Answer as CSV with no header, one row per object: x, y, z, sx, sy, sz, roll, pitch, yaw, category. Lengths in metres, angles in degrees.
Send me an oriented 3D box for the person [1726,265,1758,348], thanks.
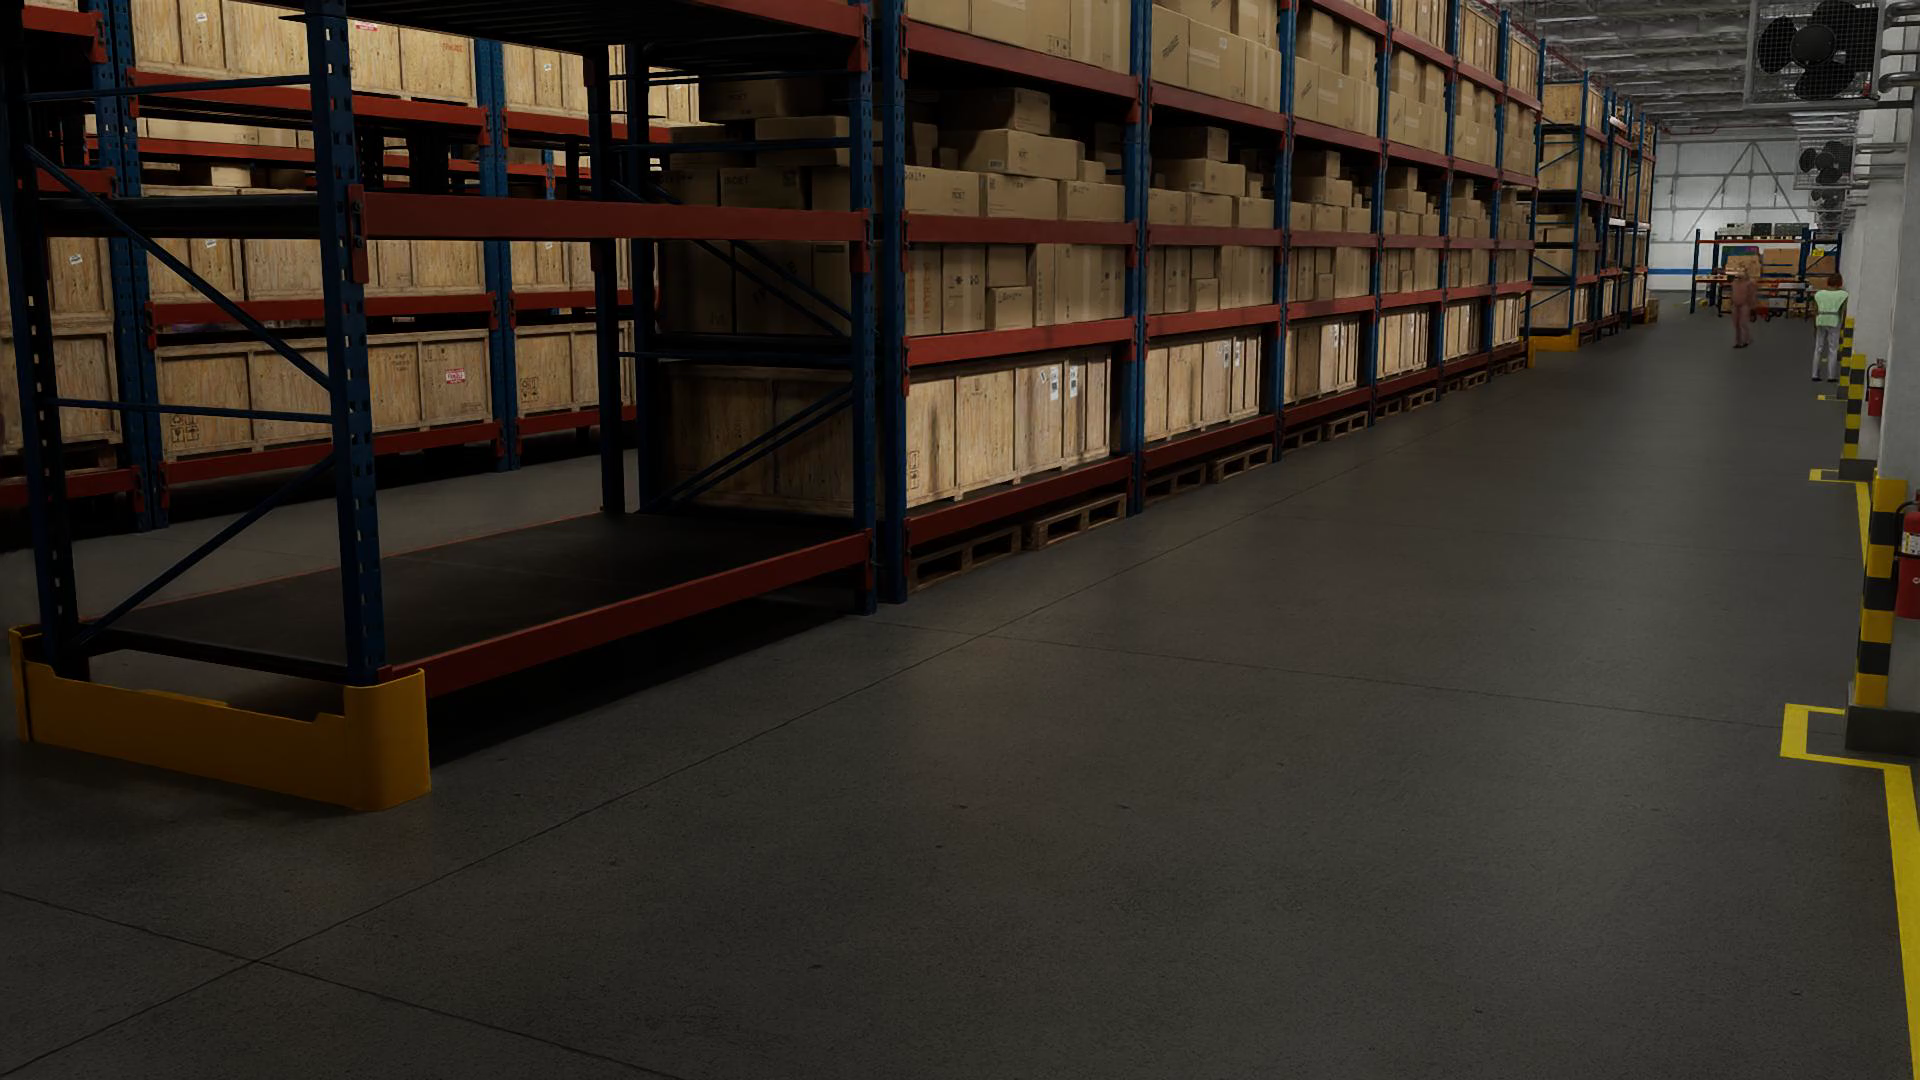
17.806,-5.309,37.943,0.555,1.892,0.648,-4,11,-24,person

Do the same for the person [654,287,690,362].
-2.599,-1.348,15.072,0.556,1.869,1.026,4,11,22,person

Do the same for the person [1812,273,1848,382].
14.675,-3.574,28.073,0.390,1.837,0.560,-10,14,-44,person

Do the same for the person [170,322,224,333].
-8.302,-1.869,18.064,0.646,1.881,1.041,4,10,21,person
